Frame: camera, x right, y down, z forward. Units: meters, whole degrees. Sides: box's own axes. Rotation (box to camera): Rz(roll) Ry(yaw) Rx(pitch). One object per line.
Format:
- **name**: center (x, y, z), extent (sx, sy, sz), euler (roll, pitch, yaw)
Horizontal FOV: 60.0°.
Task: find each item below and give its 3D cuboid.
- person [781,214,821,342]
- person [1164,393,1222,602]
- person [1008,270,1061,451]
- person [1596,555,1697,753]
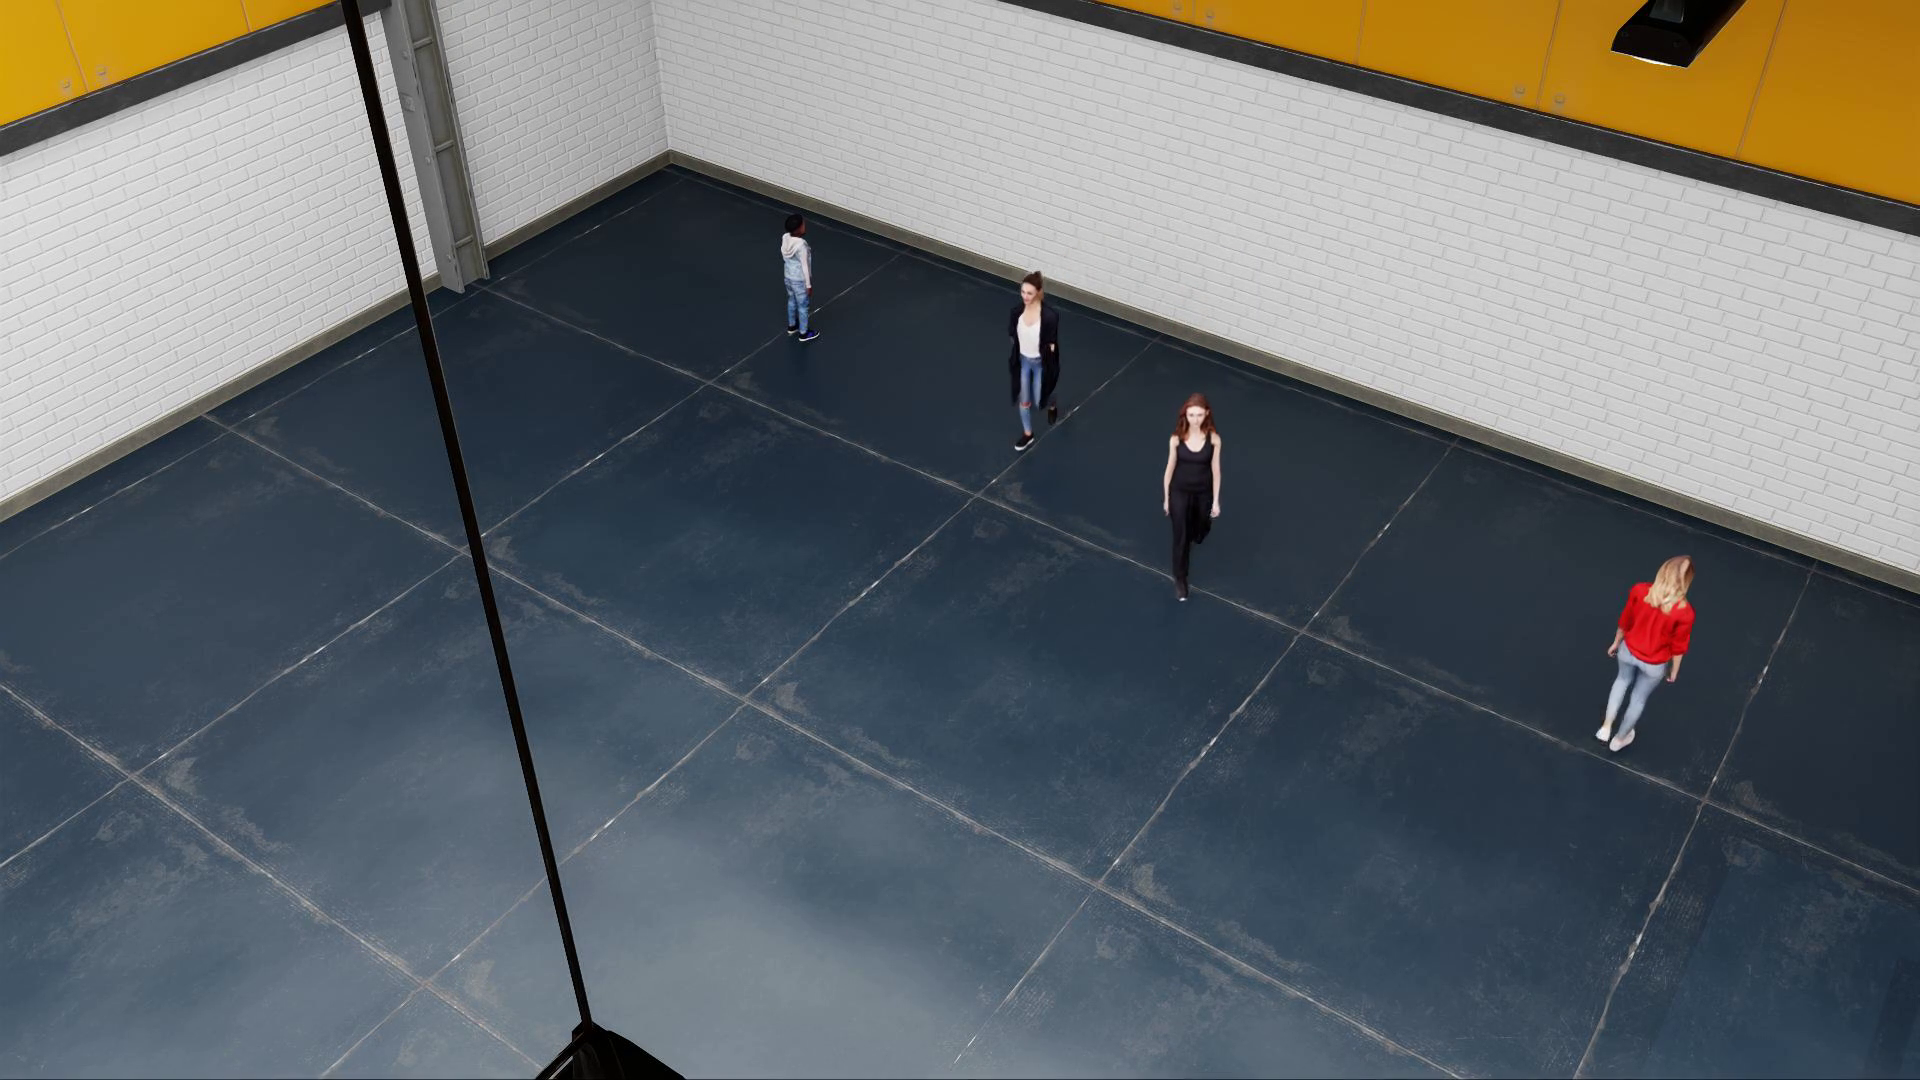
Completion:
- **person**: center (-1.529, -2.475, 15.602), extent (0.541, 1.258, 0.520), euler (-27, 46, -30)
- **person**: center (1.758, -0.405, 12.630), extent (0.937, 1.732, 1.059), euler (-1, 39, -1)
- **person**: center (0.668, -1.542, 14.101), extent (0.686, 1.672, 0.806), euler (19, 42, 22)
- **person**: center (4.545, 0.814, 11.133), extent (0.686, 1.695, 0.681), euler (31, 48, 33)
